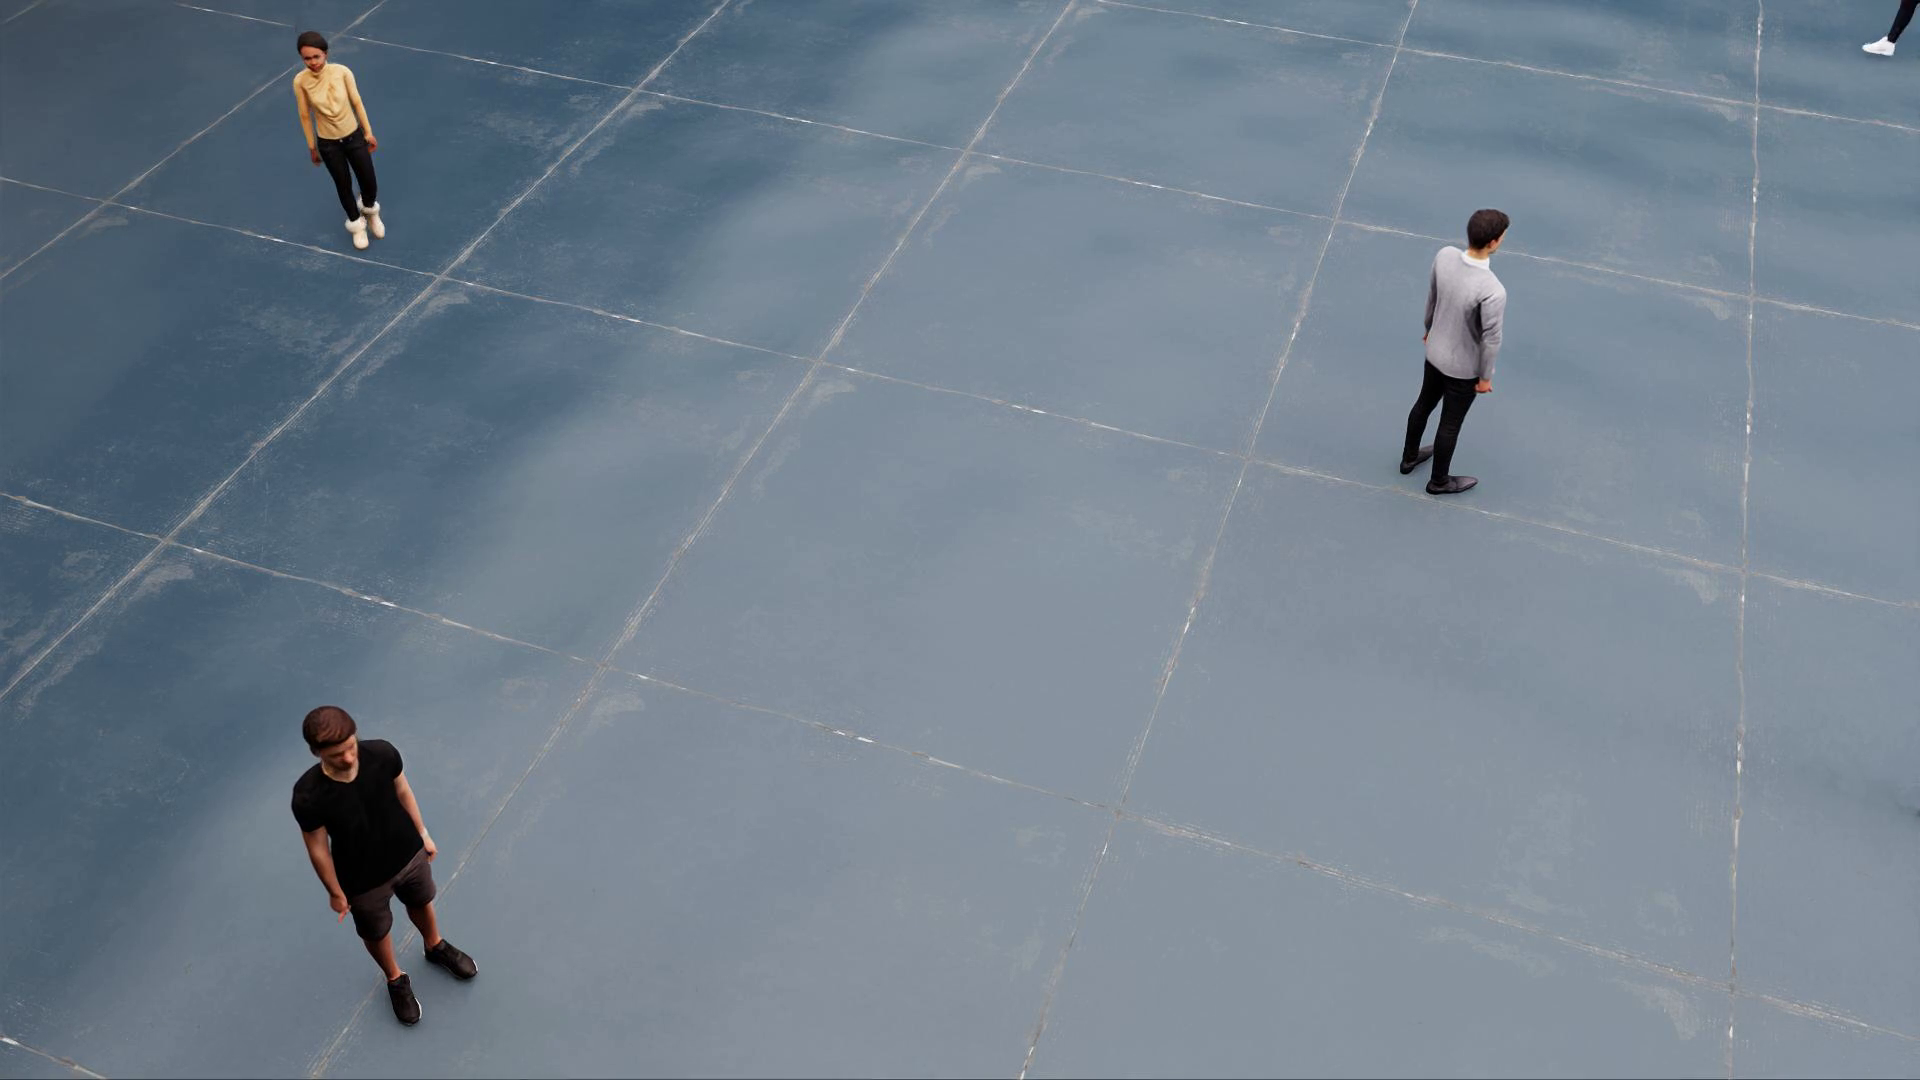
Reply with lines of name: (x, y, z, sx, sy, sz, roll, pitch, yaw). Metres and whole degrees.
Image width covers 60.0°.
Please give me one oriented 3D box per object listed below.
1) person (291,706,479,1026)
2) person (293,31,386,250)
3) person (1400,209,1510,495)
person: (-2.538, 1.370, 7.240, 0.726, 1.862, 0.752, 32, 52, 30)
person: (-4.471, -2.907, 11.980, 0.717, 1.644, 0.786, -15, 45, -16)
person: (2.927, -1.106, 9.848, 0.893, 1.922, 0.821, -20, 46, -20)
